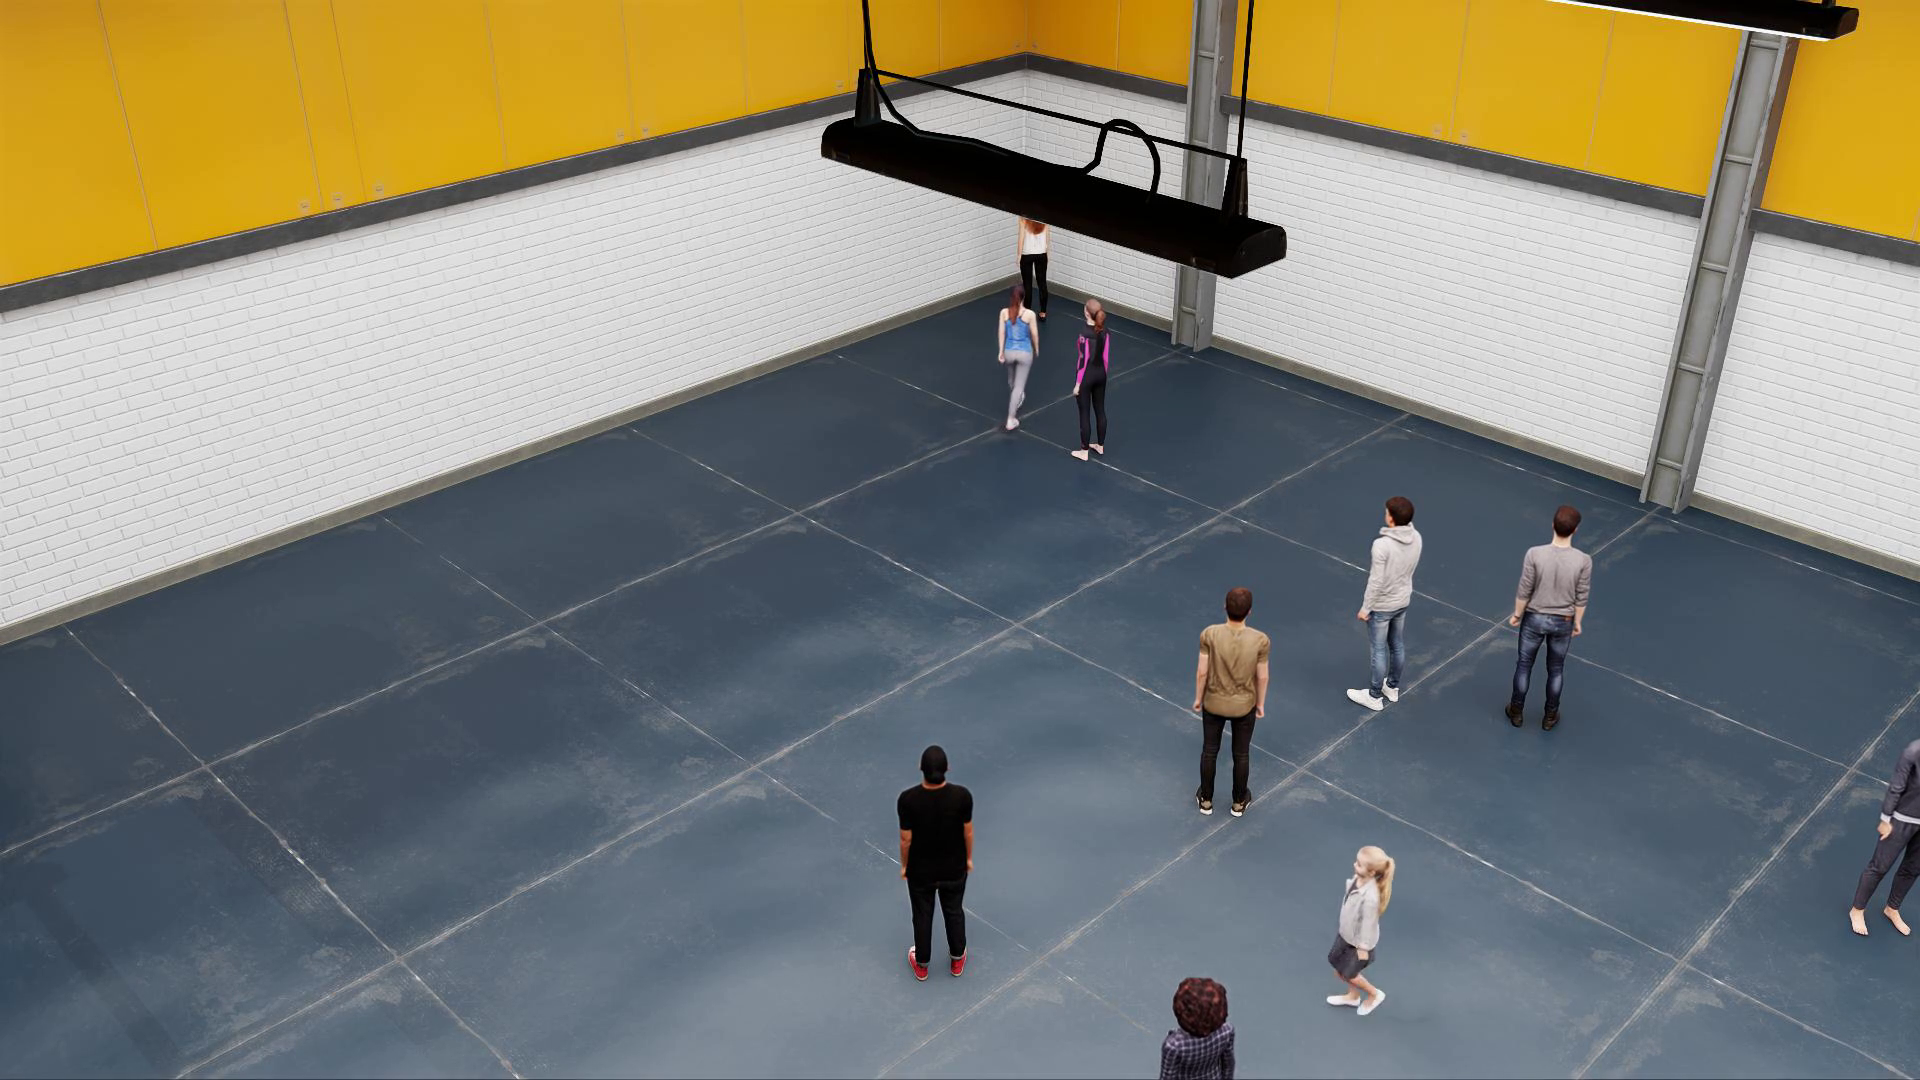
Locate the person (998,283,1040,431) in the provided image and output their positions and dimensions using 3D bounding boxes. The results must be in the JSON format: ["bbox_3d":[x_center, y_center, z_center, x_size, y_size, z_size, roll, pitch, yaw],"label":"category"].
[{"bbox_3d":[0.610,-1.954,17.976,1.063,1.569,0.922,10,30,17],"label":"person"}]

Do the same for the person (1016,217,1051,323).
[{"bbox_3d":[0.928,-3.543,20.731,0.652,1.721,0.655,-8,30,-14],"label":"person"}]

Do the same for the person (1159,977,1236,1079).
[{"bbox_3d":[1.233,2.977,8.798,0.695,1.702,0.689,-10,30,-17],"label":"person"}]

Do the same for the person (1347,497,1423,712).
[{"bbox_3d":[3.406,0.495,13.192,0.694,1.853,0.607,-20,35,-32],"label":"person"}]

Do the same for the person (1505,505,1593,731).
[{"bbox_3d":[4.567,0.617,12.912,0.701,1.905,0.840,8,30,15],"label":"person"}]

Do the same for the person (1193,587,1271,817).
[{"bbox_3d":[1.937,1.162,11.970,0.702,1.851,0.812,5,29,10],"label":"person"}]

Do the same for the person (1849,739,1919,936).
[{"bbox_3d":[6.235,1.816,10.857,0.679,1.768,0.733,-1,29,-1],"label":"person"}]

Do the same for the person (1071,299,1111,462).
[{"bbox_3d":[1.364,-1.675,17.274,0.593,1.752,0.604,-19,34,-31],"label":"person"}]

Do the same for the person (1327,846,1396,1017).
[{"bbox_3d":[2.522,2.422,10.270,0.731,1.267,0.669,1,29,2],"label":"person"}]

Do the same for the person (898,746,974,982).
[{"bbox_3d":[-0.147,2.031,10.473,0.731,1.758,0.767,-4,29,-7],"label":"person"}]
